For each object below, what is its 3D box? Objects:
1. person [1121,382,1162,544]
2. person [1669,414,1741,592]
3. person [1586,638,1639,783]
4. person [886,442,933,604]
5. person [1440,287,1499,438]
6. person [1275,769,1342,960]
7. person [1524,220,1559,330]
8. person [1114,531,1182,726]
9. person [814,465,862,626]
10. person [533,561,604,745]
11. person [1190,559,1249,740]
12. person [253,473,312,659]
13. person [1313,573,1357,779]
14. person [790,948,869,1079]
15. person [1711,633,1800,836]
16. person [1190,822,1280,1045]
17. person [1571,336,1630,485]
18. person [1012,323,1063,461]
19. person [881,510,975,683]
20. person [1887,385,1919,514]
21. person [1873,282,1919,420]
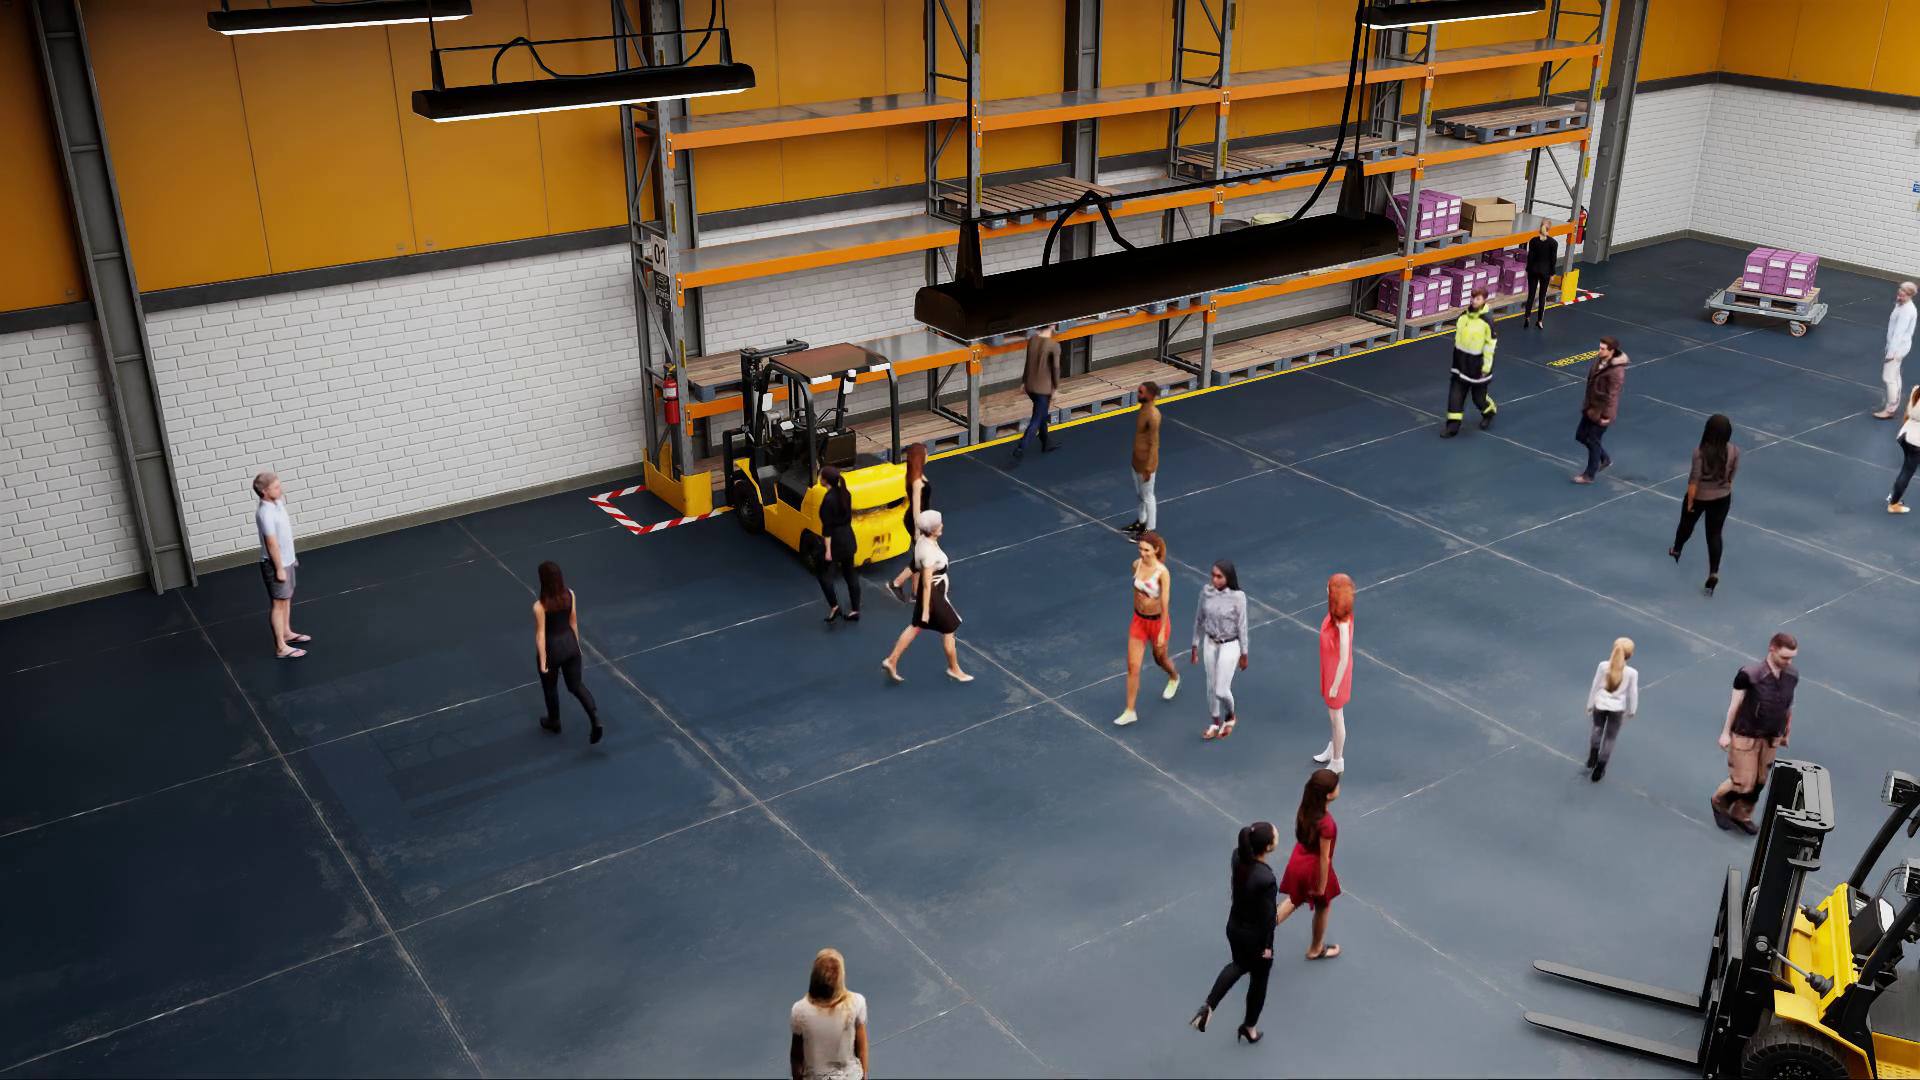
[{"bbox_3d":[2.029,-0.868,18.171,0.681,1.816,0.712,-5,24,-11],"label":"person"},{"bbox_3d":[7.686,-0.335,16.998,1.198,1.779,1.184,2,24,4],"label":"person"},{"bbox_3d":[5.313,1.409,13.645,0.608,1.269,0.676,15,28,31],"label":"person"},{"bbox_3d":[-0.521,-0.147,16.652,0.854,1.713,0.739,-3,24,-8],"label":"person"},{"bbox_3d":[6.598,-2.277,21.232,1.232,1.945,0.823,-19,30,-36],"label":"person"},{"bbox_3d":[2.347,2.250,11.391,0.935,1.534,0.655,-10,25,-21],"label":"person"},{"bbox_3d":[8.959,-4.102,25.705,0.691,1.707,0.682,13,27,28],"label":"person"},{"bbox_3d":[1.733,0.735,14.589,0.761,1.748,1.213,20,30,37],"label":"person"},{"bbox_3d":[-1.151,0.085,16.216,0.788,1.635,0.720,15,28,30],"label":"person"},{"bbox_3d":[-3.354,0.986,14.117,0.828,1.666,1.055,19,30,36],"label":"person"},{"bbox_3d":[2.278,0.920,14.216,0.715,1.707,0.703,19,30,36],"label":"person"},{"bbox_3d":[-6.446,0.210,15.688,0.703,1.829,0.721,-4,24,-8],"label":"person"},{"bbox_3d":[3.091,1.107,13.641,0.728,1.825,0.668,4,24,9],"label":"person"},{"bbox_3d":[-0.701,3.068,9.195,0.953,1.794,0.889,-4,24,-9],"label":"person"},{"bbox_3d":[6.072,1.465,12.850,0.775,1.803,0.890,-6,24,-13],"label":"person"},{"bbox_3d":[1.780,2.528,10.551,0.811,1.697,0.637,-12,26,-25],"label":"person"},{"bbox_3d":[7.659,-1.542,19.697,0.946,1.830,0.918,-2,24,-5],"label":"person"},{"bbox_3d":[0.913,-1.830,20.340,1.189,1.842,0.780,-21,31,-40],"label":"person"},{"bbox_3d":[-0.361,0.552,15.049,1.169,1.715,0.911,-4,24,-10],"label":"person"},{"bbox_3d":[10.721,-1.133,18.828,0.727,1.776,0.719,-3,24,-7],"label":"person"},{"bbox_3d":[12.372,-2.509,21.880,1.023,1.852,0.798,17,29,34],"label":"person"}]
